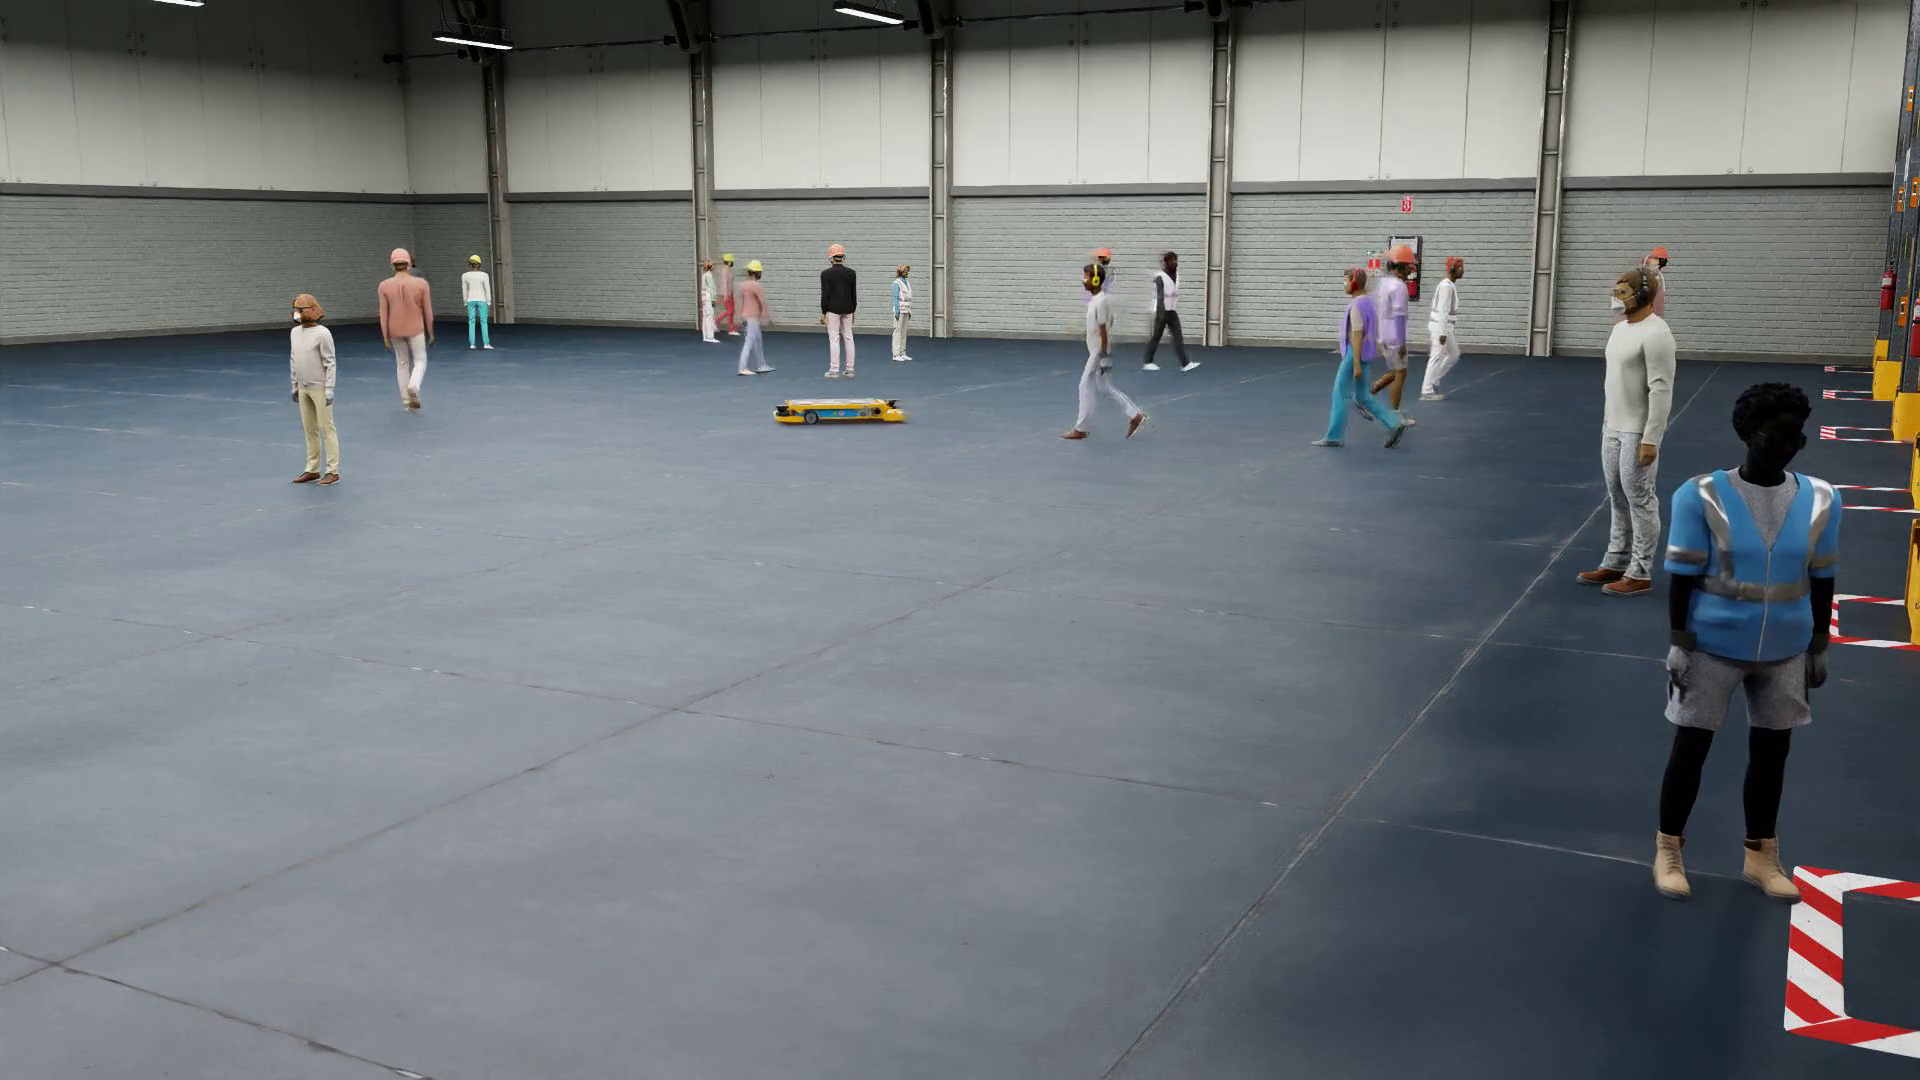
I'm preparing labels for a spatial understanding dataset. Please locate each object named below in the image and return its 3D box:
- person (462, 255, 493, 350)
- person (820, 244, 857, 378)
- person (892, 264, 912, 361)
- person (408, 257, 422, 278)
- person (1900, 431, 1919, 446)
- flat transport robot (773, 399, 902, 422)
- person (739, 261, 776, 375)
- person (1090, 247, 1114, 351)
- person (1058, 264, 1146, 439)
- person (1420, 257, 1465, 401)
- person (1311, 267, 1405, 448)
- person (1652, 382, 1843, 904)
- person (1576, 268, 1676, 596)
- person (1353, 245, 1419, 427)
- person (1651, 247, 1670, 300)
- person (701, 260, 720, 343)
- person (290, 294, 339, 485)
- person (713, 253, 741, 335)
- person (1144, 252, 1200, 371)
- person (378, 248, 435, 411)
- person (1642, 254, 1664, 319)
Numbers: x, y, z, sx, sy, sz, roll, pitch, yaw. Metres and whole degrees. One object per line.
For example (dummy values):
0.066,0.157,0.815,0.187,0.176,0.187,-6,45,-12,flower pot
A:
-9.019,-4.437,31.080,0.522,1.769,0.310,0,10,0,person
-1.834,-3.439,25.007,0.612,1.996,0.389,-7,12,-33,person
-0.984,-3.863,28.296,0.311,1.638,0.523,4,11,23,person
-12.534,-5.651,38.057,0.500,1.633,0.286,-8,13,-38,person
9.711,-1.697,16.409,0.782,1.660,0.542,6,12,31,person
-1.412,-1.494,19.106,1.431,0.197,0.652,-2,11,-9,flat transport robot
-3.077,-3.387,25.459,0.825,1.733,0.540,-7,12,-33,person
2.595,-4.359,30.248,0.517,1.918,0.549,5,12,27,person
1.507,-1.957,17.373,0.860,1.843,0.528,1,10,4,person
6.237,-2.717,21.484,0.491,1.853,0.595,4,11,20,person
4.011,-1.813,16.637,0.848,1.822,0.576,5,12,27,person
2.496,0.335,5.288,0.545,1.689,0.322,1,10,5,person
3.985,-0.635,9.873,0.379,1.940,0.629,0,10,-2,person
4.777,-2.251,18.452,0.584,2.023,0.624,0,10,-2,person
11.193,-3.735,26.778,0.360,1.939,0.543,4,11,20,person
-4.997,-4.757,33.162,0.311,1.642,0.514,-5,11,-24,person
-5.539,-1.283,14.239,0.500,1.633,0.286,6,12,31,person
-4.984,-5.228,35.441,0.520,1.752,0.527,1,10,6,person
3.292,-3.575,26.109,1.018,1.860,0.617,9,14,41,person
-6.663,-2.513,20.008,0.620,1.978,0.669,-1,10,-7,person
8.969,-2.813,21.892,0.650,1.888,0.664,-8,13,-36,person
